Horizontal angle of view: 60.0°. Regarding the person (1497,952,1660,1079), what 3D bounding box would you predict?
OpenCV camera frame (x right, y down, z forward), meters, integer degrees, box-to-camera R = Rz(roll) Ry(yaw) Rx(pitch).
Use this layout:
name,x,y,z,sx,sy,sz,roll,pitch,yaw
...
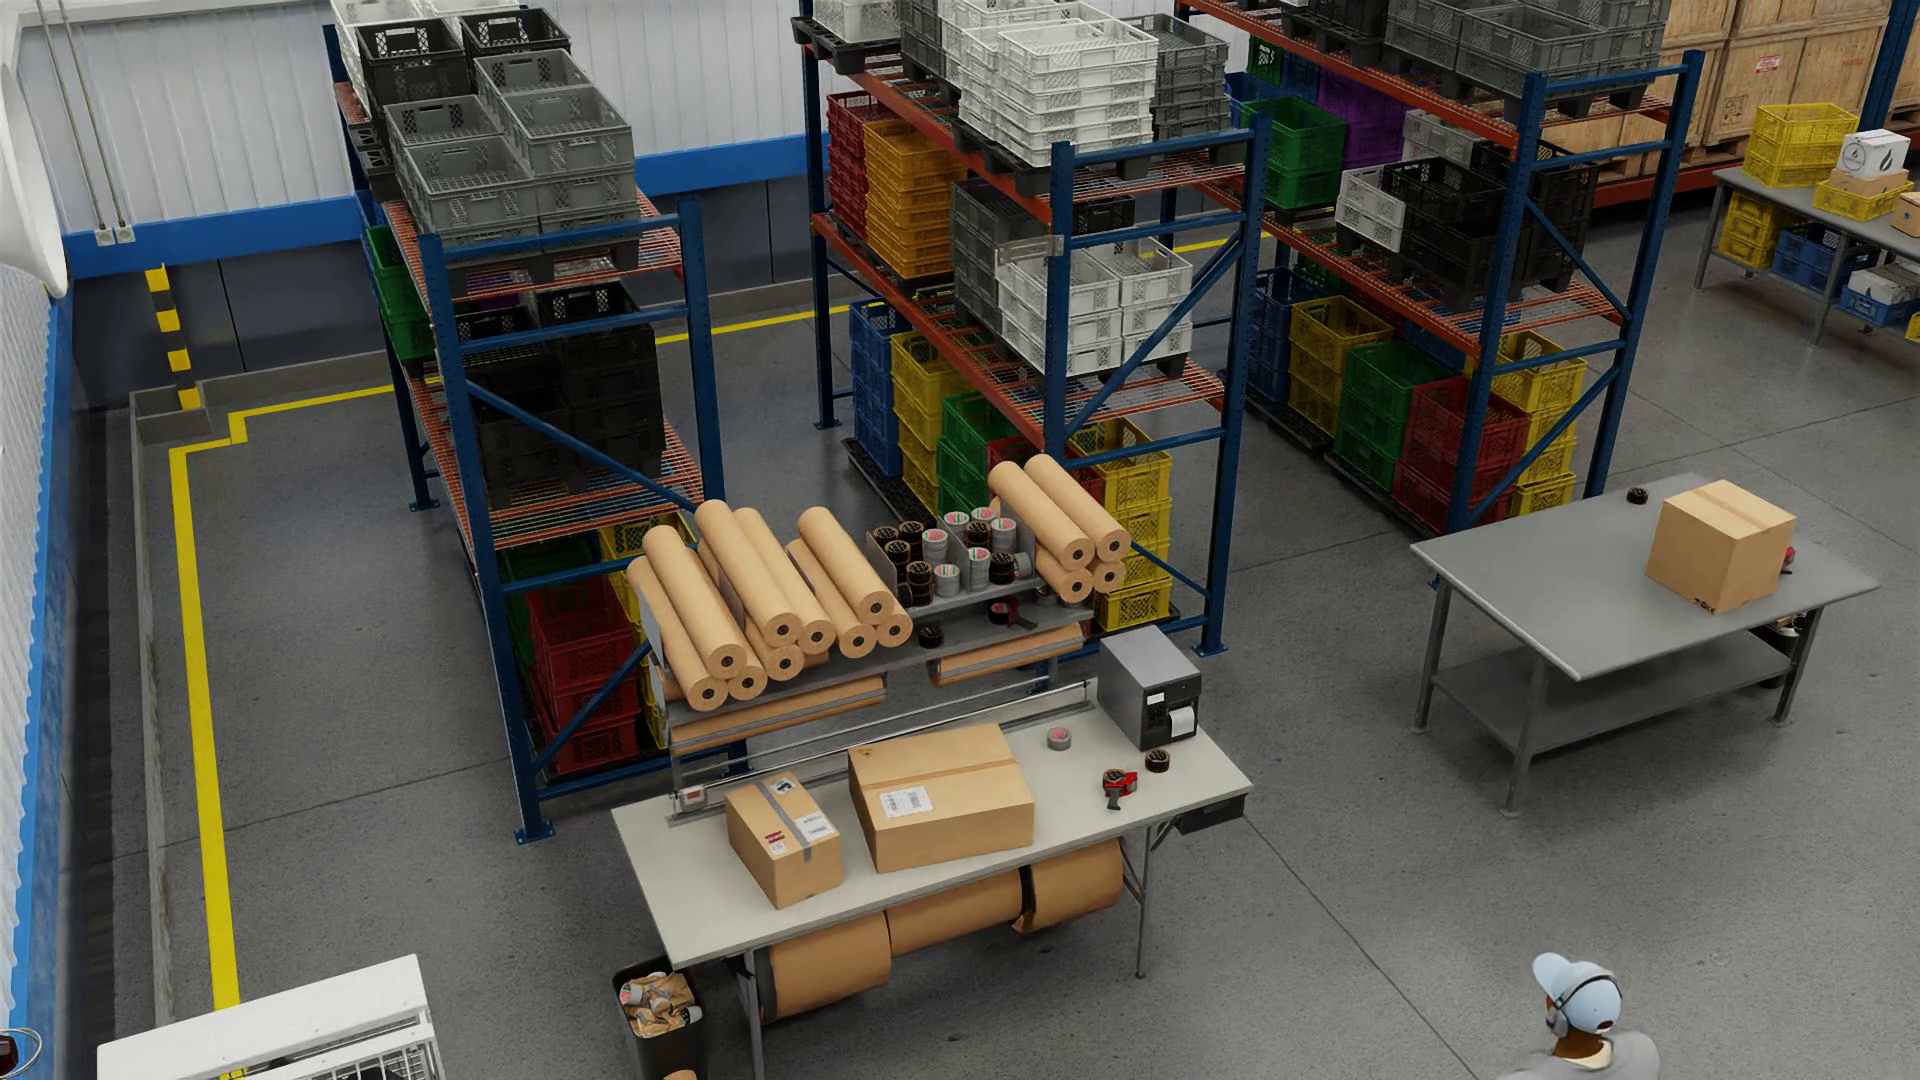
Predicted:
name,x,y,z,sx,sy,sz,roll,pitch,yaw
person,1.796,2.010,5.197,0.589,1.852,0.401,-12,34,-19
